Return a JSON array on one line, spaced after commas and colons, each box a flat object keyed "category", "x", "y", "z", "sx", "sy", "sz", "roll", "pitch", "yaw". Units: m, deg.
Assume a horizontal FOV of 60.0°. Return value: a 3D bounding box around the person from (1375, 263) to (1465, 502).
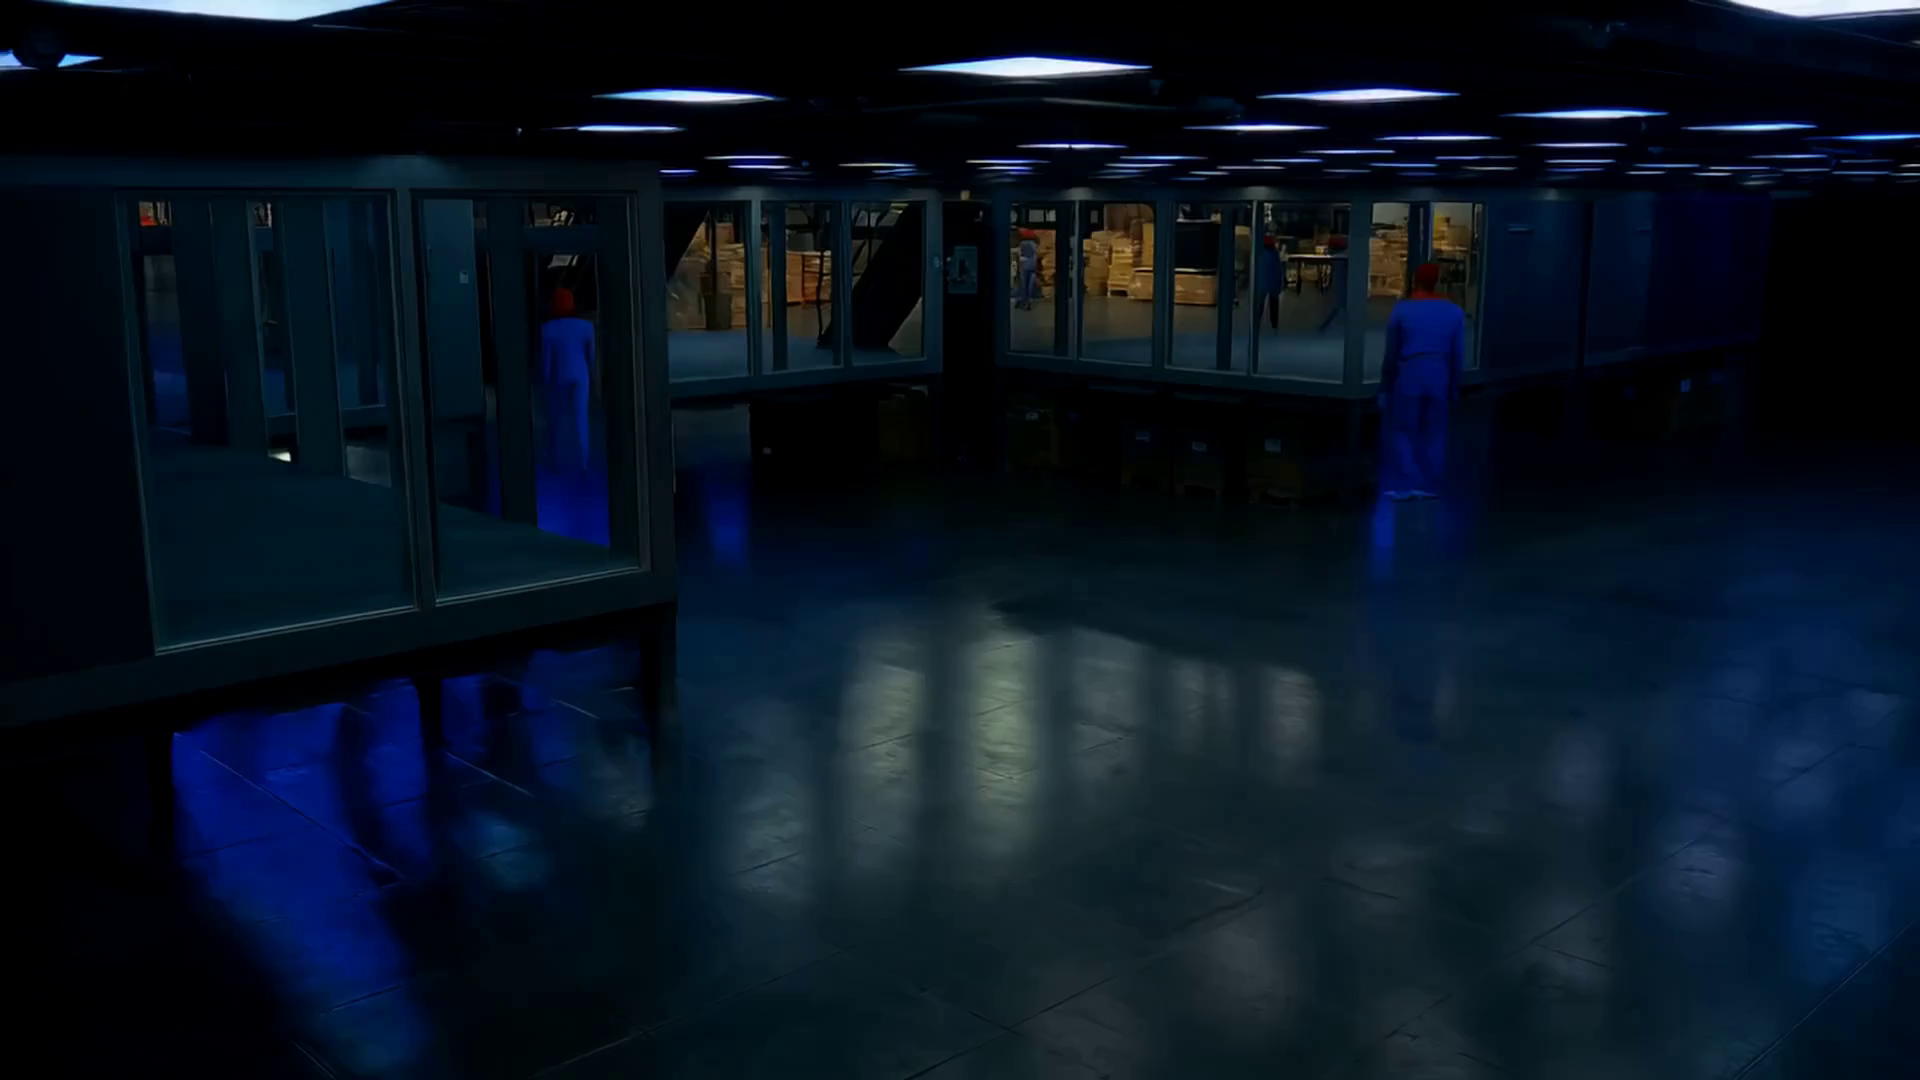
[{"category": "person", "x": 3.650, "y": -1.231, "z": 13.235, "sx": 0.693, "sy": 1.909, "sz": 0.534, "roll": -2, "pitch": 11, "yaw": -9}]
